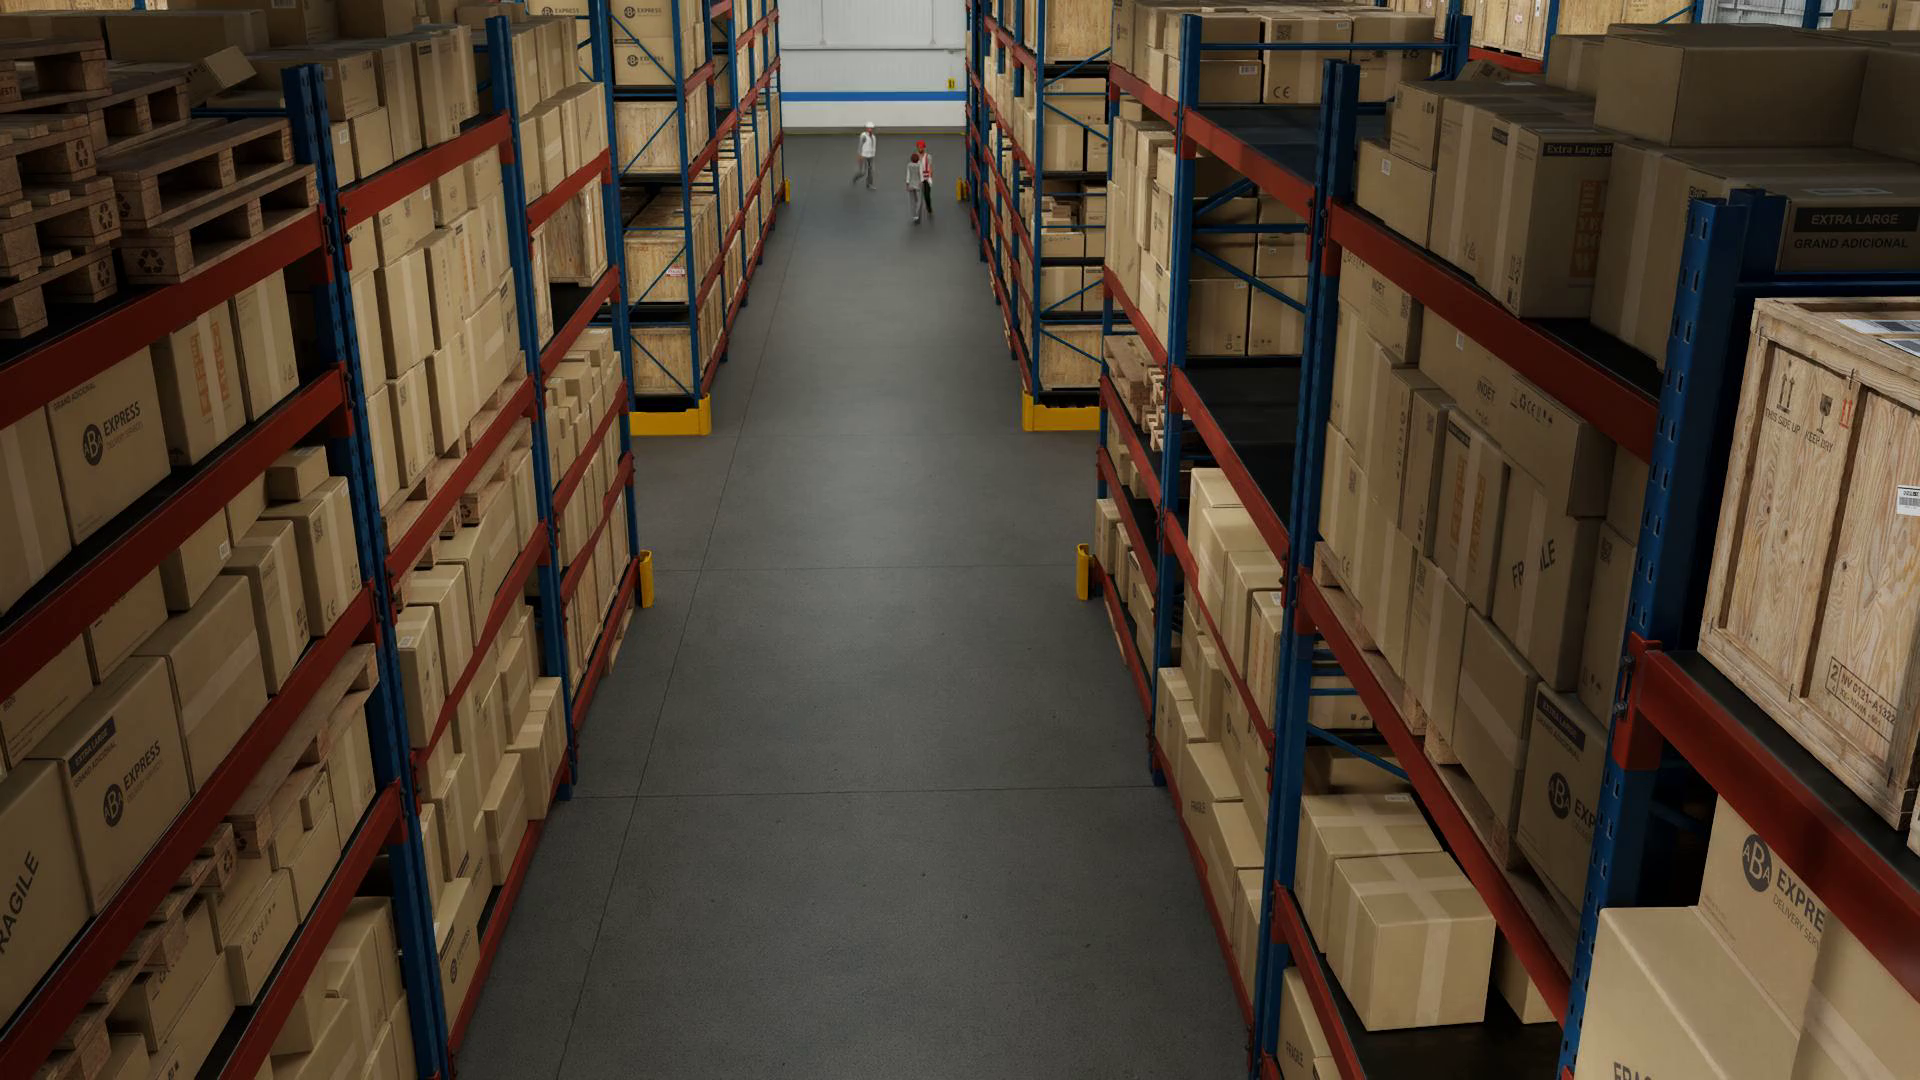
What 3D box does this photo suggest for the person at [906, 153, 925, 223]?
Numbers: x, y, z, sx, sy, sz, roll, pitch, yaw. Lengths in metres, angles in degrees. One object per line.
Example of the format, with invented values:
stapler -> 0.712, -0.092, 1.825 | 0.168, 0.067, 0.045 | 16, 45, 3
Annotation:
person -> -1.033, -8.222, 38.760 | 0.430, 1.596, 0.682 | 5, 21, 12

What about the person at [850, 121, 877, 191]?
person -> -2.507, -10.018, 43.348 | 0.733, 1.766, 0.563 | 16, 26, 37

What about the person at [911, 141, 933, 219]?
person -> -0.892, -8.500, 39.207 | 0.549, 1.787, 0.697 | 4, 21, 11
